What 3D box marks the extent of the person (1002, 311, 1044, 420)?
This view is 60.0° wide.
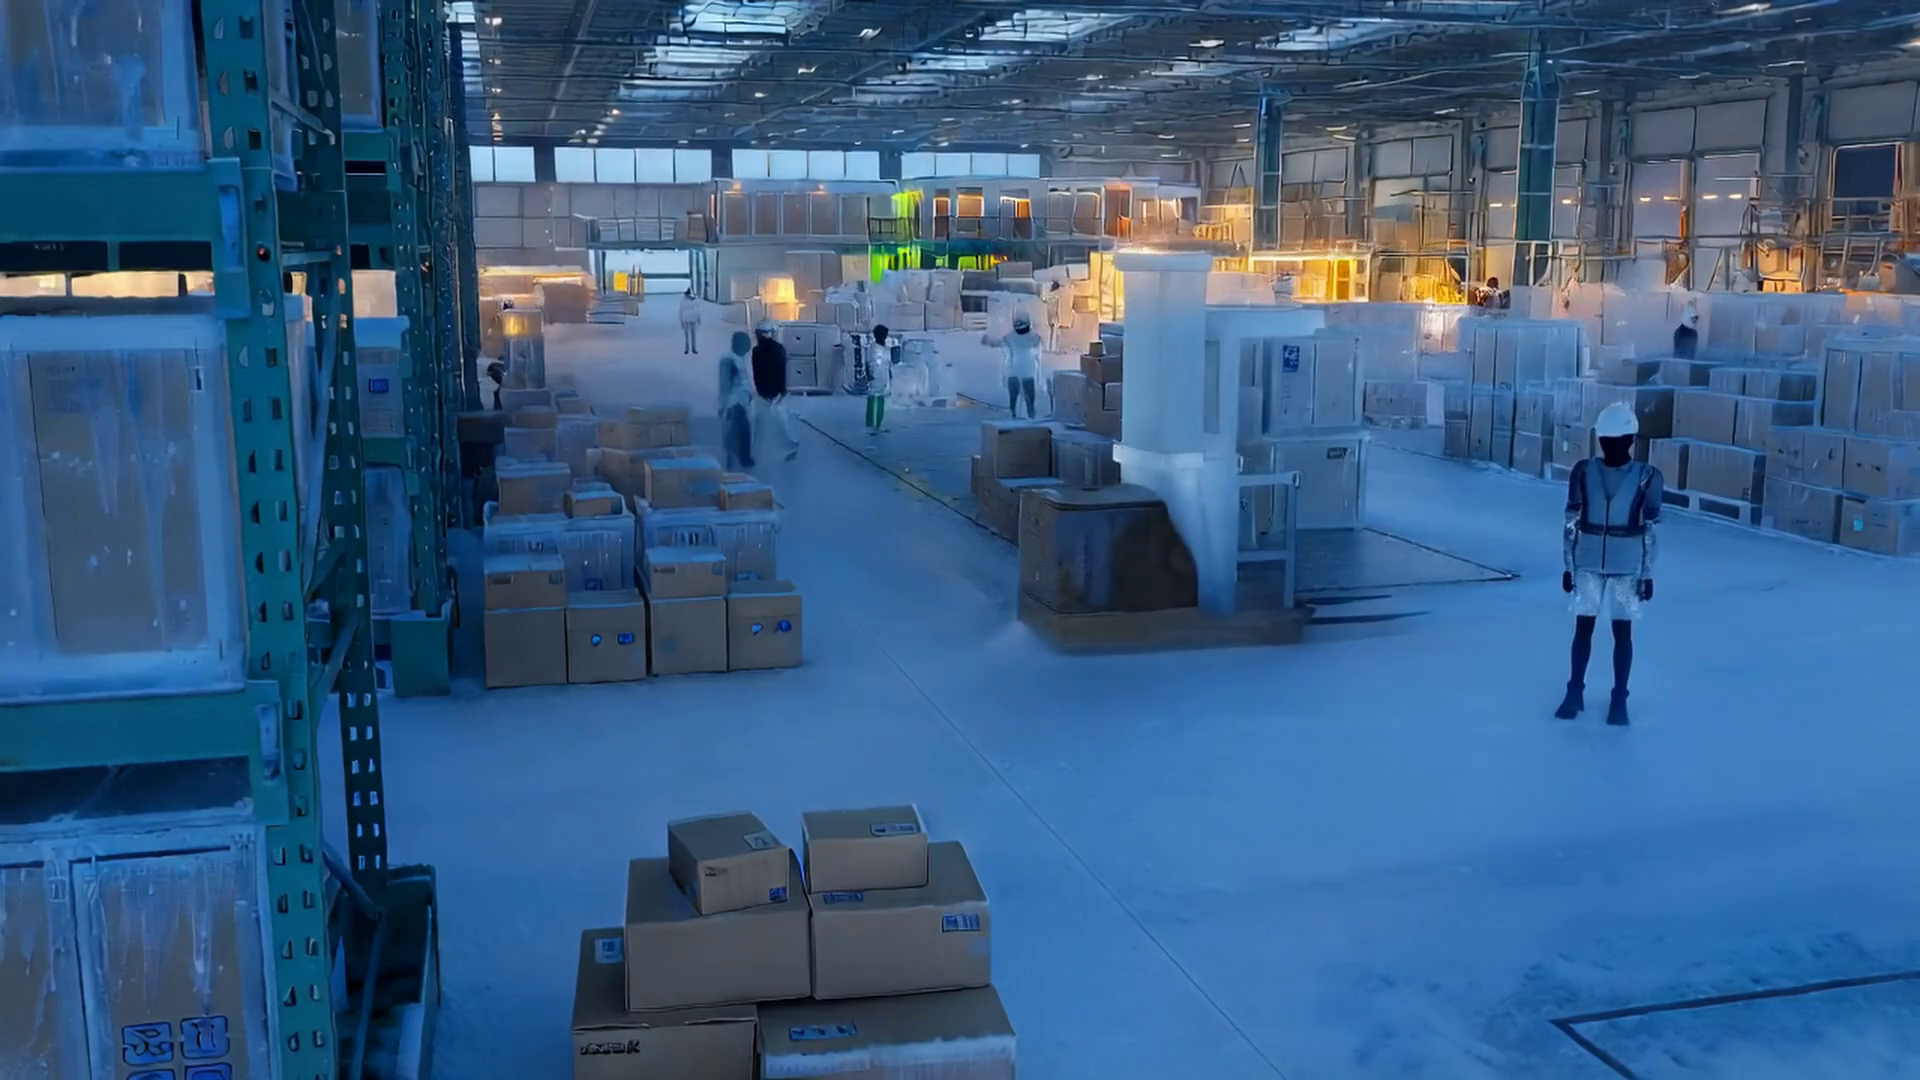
[{"bbox_3d":[0.905,-2.339,24.085,0.628,1.940,0.377,4,11,23],"label":"person"}]

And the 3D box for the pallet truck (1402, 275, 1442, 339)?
[{"bbox_3d":[14.620,-7.324,52.145,0.823,1.965,1.885,8,13,40],"label":"pallet truck"}]

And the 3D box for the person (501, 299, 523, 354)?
[{"bbox_3d":[-10.468,-4.802,38.878,0.523,1.638,0.310,-6,12,-31],"label":"person"}]

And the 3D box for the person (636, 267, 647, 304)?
[{"bbox_3d":[-15.857,-12.650,82.779,0.550,1.825,0.430,-1,10,-6],"label":"person"}]

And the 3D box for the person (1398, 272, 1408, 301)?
[{"bbox_3d":[17.437,-9.600,65.412,0.309,1.864,0.535,-5,11,-25],"label":"person"}]

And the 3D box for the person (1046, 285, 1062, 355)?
[{"bbox_3d":[2.500,-5.833,44.106,0.325,1.860,0.512,-8,13,-40],"label":"person"}]

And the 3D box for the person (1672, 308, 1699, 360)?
[{"bbox_3d":[11.453,-2.742,26.492,0.631,1.908,0.933,-7,12,-36],"label":"person"}]

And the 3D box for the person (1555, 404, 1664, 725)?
[{"bbox_3d":[3.900,0.148,9.999,0.544,1.939,0.372,7,12,33],"label":"person"}]

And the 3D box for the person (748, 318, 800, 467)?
[{"bbox_3d":[-2.472,-1.948,21.886,0.613,1.951,1.009,5,11,27],"label":"person"}]

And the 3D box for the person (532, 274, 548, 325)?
[{"bbox_3d":[-14.641,-8.264,57.704,0.444,1.924,0.544,4,11,22],"label":"person"}]

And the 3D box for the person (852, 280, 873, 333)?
[{"bbox_3d":[-2.816,-6.516,47.768,0.623,1.931,0.782,-2,10,-11],"label":"person"}]

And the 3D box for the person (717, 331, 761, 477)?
[{"bbox_3d":[-2.698,-1.672,20.653,0.757,1.812,0.653,2,10,13],"label":"person"}]

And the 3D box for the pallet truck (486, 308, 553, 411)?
[{"bbox_3d":[-6.242,-2.418,24.362,0.823,1.965,1.885,1,10,3],"label":"pallet truck"}]

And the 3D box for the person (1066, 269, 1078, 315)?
[{"bbox_3d":[4.634,-10.320,69.361,0.589,1.911,0.379,3,10,17],"label":"person"}]

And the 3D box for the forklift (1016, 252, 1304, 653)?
[{"bbox_3d":[1.437,-0.692,12.089,1.873,2.768,1.129,-3,10,-15],"label":"forklift"}]

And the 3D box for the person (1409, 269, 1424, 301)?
[{"bbox_3d":[21.056,-11.570,76.734,0.691,1.808,0.445,1,10,7],"label":"person"}]

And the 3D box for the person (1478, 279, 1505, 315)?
[{"bbox_3d":[14.916,-6.388,46.721,0.706,2.000,1.043,2,10,9],"label":"person"}]

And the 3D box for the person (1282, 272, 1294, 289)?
[{"bbox_3d":[13.458,-10.184,68.852,0.649,1.811,0.784,-5,11,-28],"label":"person"}]

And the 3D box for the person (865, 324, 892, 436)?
[{"bbox_3d":[-1.230,-2.441,25.358,0.320,1.692,0.532,7,12,34],"label":"person"}]

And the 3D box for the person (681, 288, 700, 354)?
[{"bbox_3d":[-7.197,-5.857,44.494,0.526,1.768,0.331,-6,12,-32],"label":"person"}]

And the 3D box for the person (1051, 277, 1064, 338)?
[{"bbox_3d":[3.051,-7.294,52.184,0.406,1.923,0.583,0,10,-1],"label":"person"}]

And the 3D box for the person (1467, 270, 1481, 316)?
[{"bbox_3d":[20.489,-9.819,66.432,0.622,1.933,0.455,-3,10,-17],"label":"person"}]
